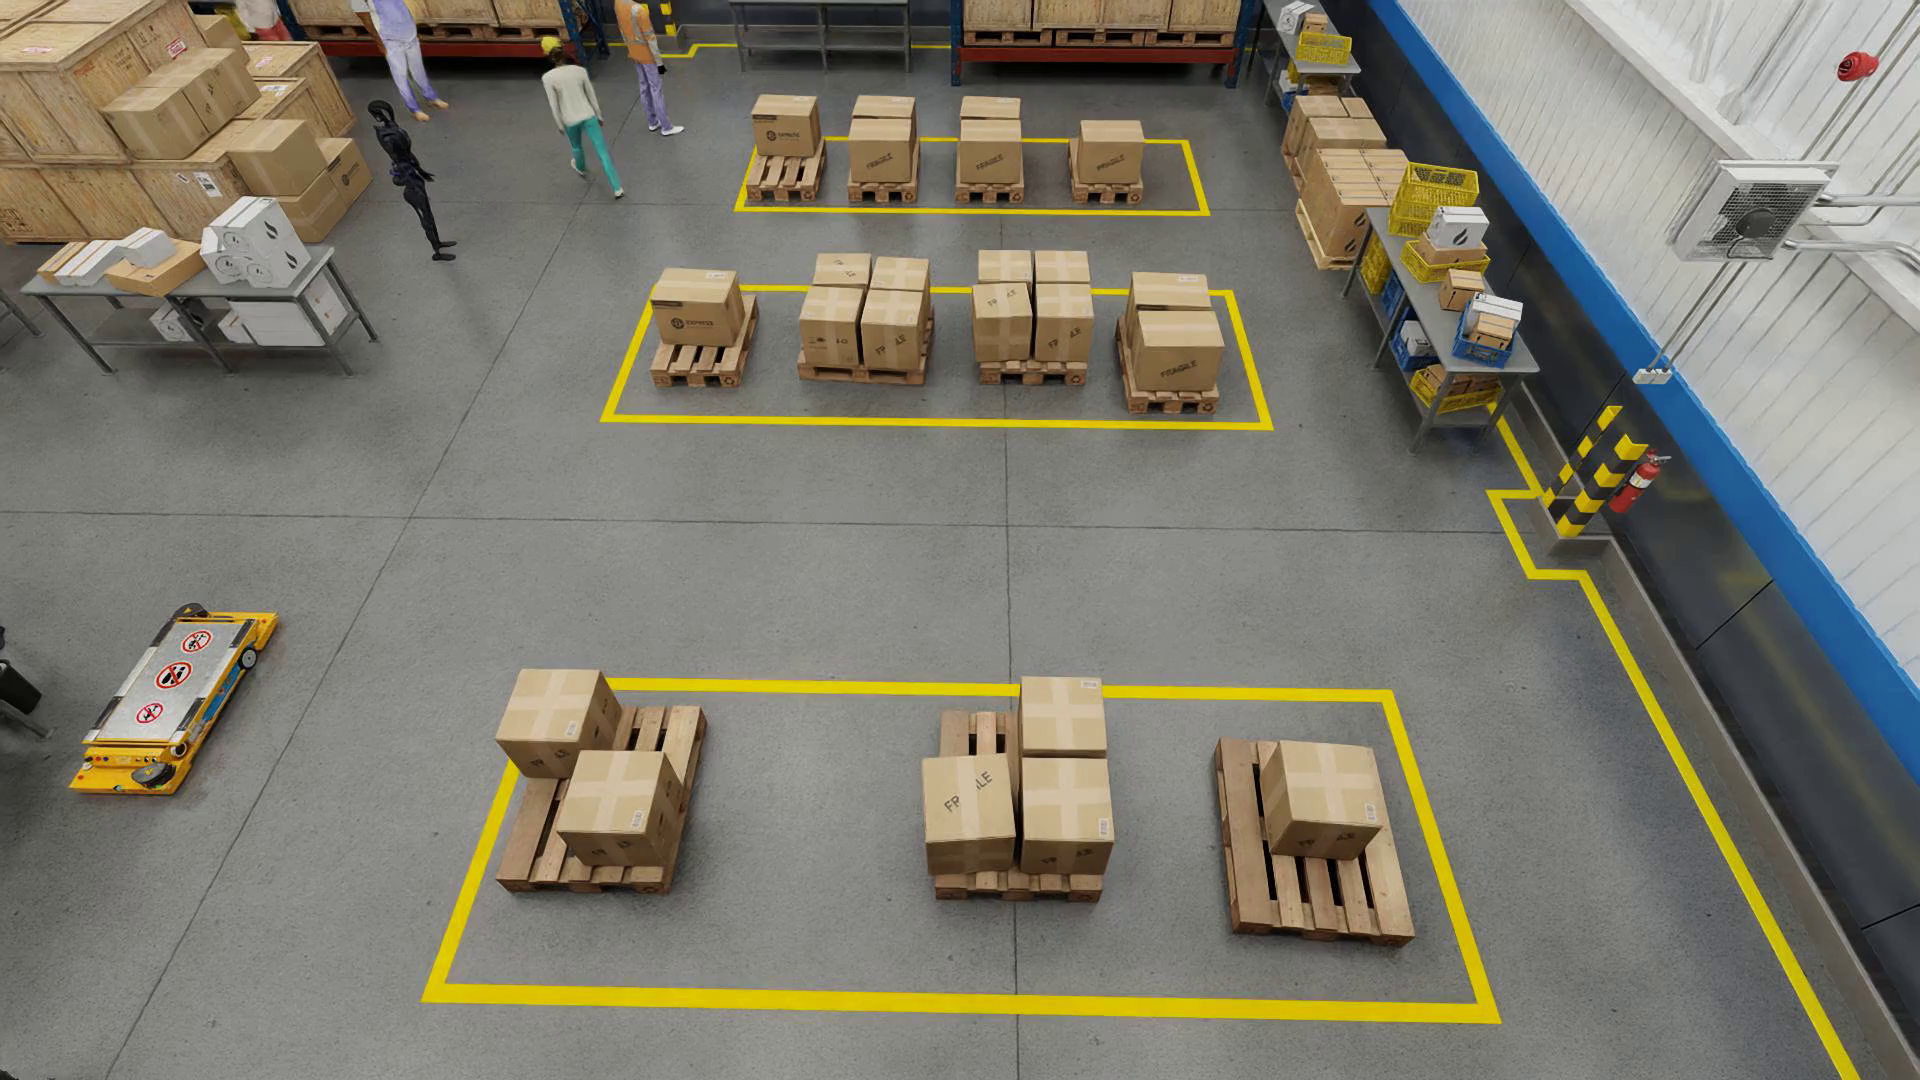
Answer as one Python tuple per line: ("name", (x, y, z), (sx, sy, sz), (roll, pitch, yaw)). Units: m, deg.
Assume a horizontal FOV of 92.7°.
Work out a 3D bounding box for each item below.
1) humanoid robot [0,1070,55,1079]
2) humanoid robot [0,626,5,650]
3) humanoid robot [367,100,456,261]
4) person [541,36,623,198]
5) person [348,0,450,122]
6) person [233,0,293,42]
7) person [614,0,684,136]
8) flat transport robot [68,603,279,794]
("humanoid robot", (-5.236, 2.483, 4.386), (0.666, 1.638, 0.601), (-30, 56, -23))
("humanoid robot", (-7.311, 0.279, 6.198), (0.599, 1.657, 0.331), (-16, 52, -13))
("humanoid robot", (-5.733, -3.776, 9.629), (0.328, 1.657, 0.601), (-13, 51, -10))
("person", (-4.401, -4.868, 10.567), (0.535, 1.660, 1.046), (-28, 55, -22))
("person", (-7.163, -6.452, 11.667), (0.538, 2.000, 0.682), (15, 51, 13))
("person", (-9.161, -6.812, 12.017), (0.639, 1.965, 0.665), (2, 50, 2))
("person", (-3.908, -6.031, 11.384), (0.586, 1.927, 0.364), (31, 56, 23))
("flat transport robot", (-5.504, 1.072, 6.442), (0.652, 0.197, 1.431), (1, 50, 1))
